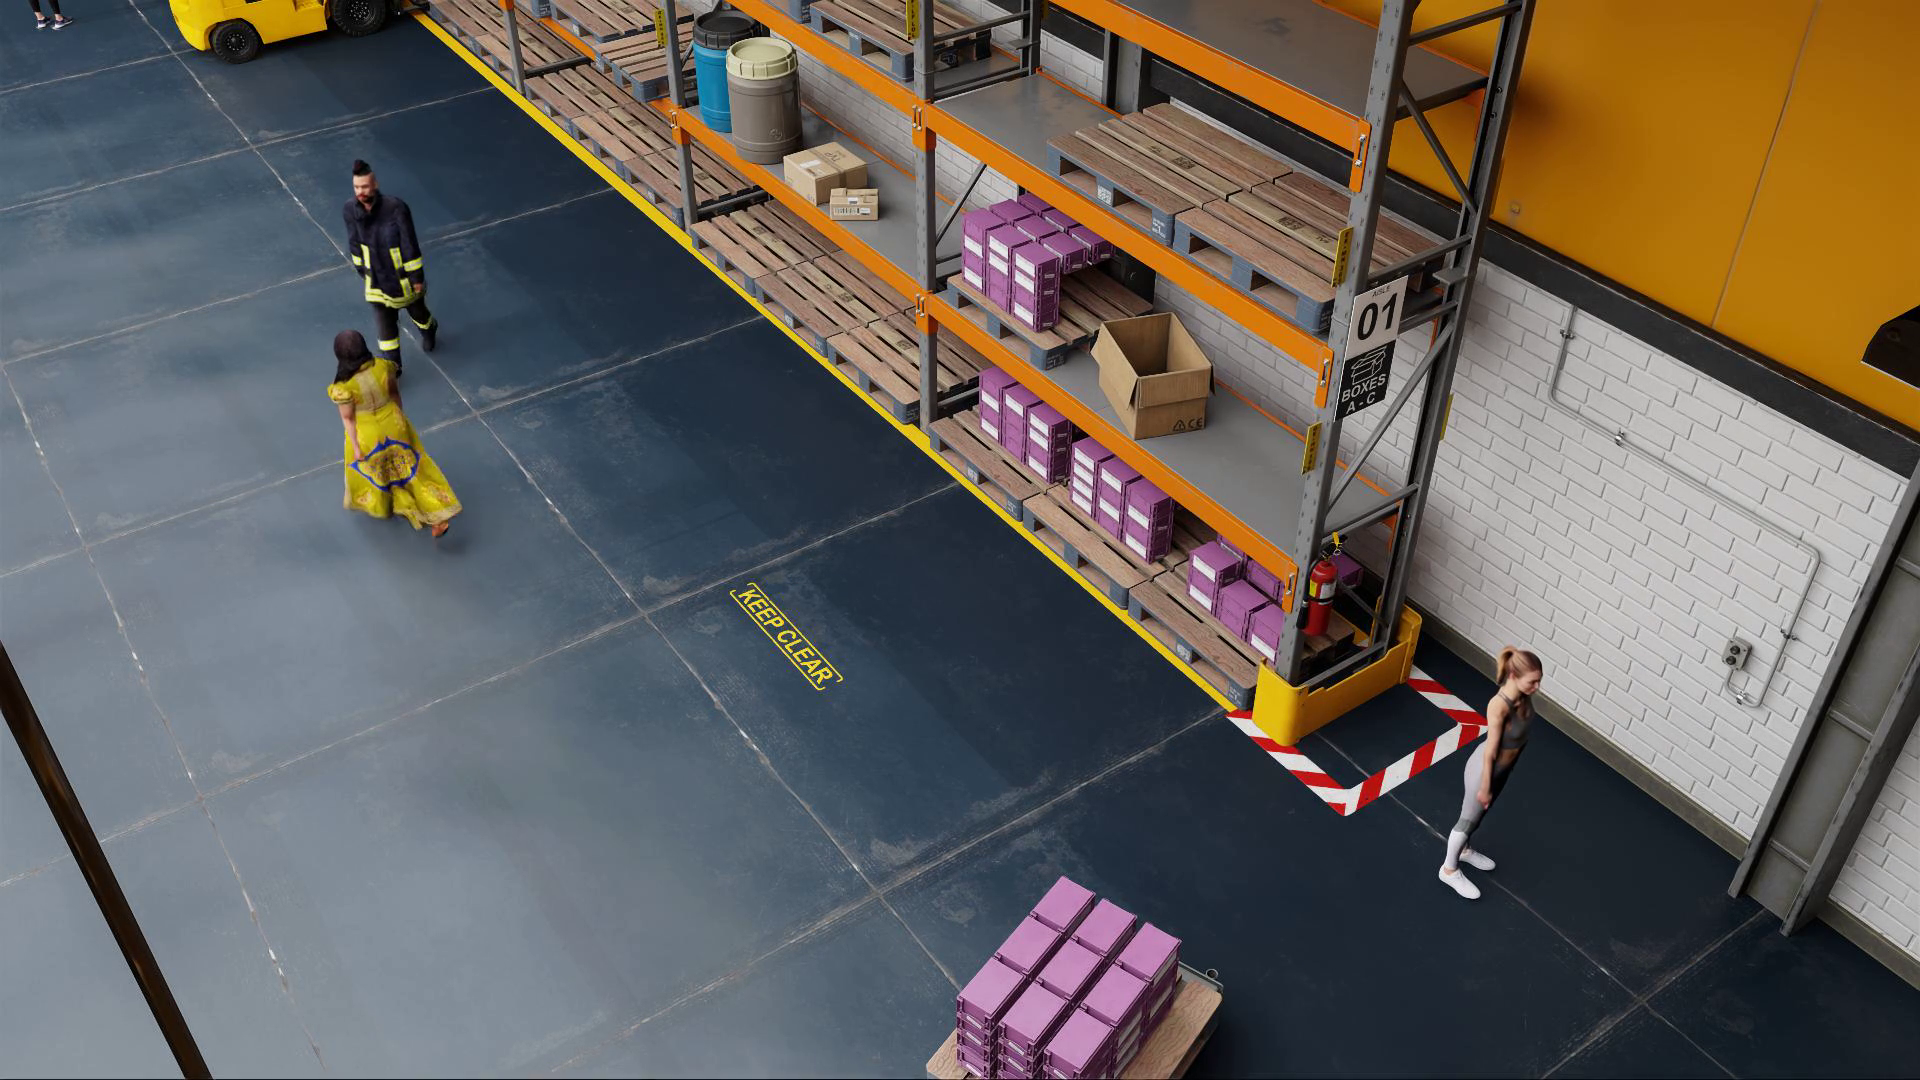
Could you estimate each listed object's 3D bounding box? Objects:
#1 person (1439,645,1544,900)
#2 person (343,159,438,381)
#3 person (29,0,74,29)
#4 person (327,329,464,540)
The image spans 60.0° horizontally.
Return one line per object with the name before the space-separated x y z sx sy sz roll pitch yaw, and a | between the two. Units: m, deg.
person | 2.940 1.264 9.224 0.619 1.707 0.628 24 44 27
person | -4.588 -2.242 13.517 1.126 1.826 1.271 0 39 0
person | -10.855 -6.842 19.379 0.694 1.699 0.744 3 39 4
person | -4.057 -0.700 11.754 1.247 1.618 0.861 32 48 34
